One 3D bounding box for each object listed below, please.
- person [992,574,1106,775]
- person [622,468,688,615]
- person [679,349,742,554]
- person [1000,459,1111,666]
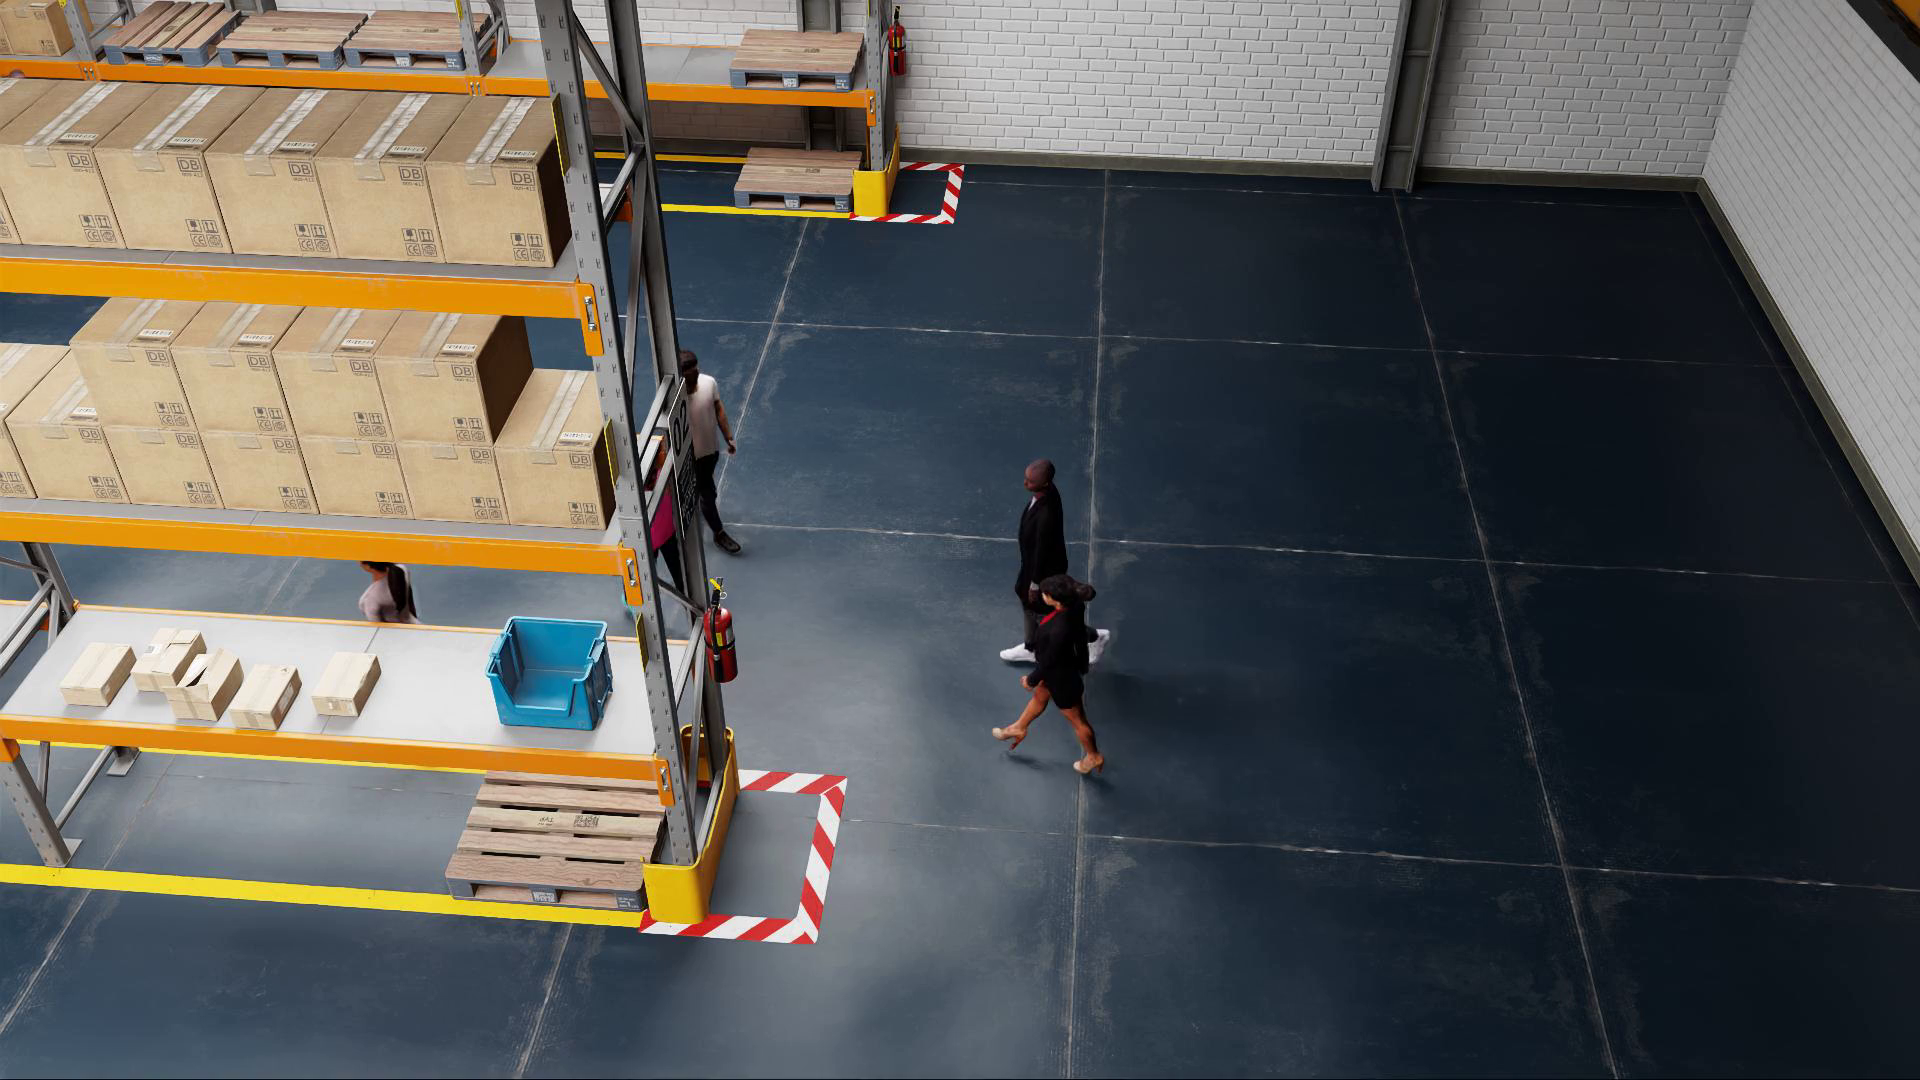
[{"bbox_3d":[0.716,0.895,10.425,1.028,1.601,0.658,9,40,11],"label":"person"},{"bbox_3d":[-2.170,-0.012,11.501,1.207,1.675,0.989,25,45,28],"label":"person"},{"bbox_3d":[-2.000,-0.730,12.389,1.170,1.690,1.018,26,45,29],"label":"person"},{"bbox_3d":[0.656,0.182,11.205,1.004,1.742,0.705,0,39,-1],"label":"person"}]
